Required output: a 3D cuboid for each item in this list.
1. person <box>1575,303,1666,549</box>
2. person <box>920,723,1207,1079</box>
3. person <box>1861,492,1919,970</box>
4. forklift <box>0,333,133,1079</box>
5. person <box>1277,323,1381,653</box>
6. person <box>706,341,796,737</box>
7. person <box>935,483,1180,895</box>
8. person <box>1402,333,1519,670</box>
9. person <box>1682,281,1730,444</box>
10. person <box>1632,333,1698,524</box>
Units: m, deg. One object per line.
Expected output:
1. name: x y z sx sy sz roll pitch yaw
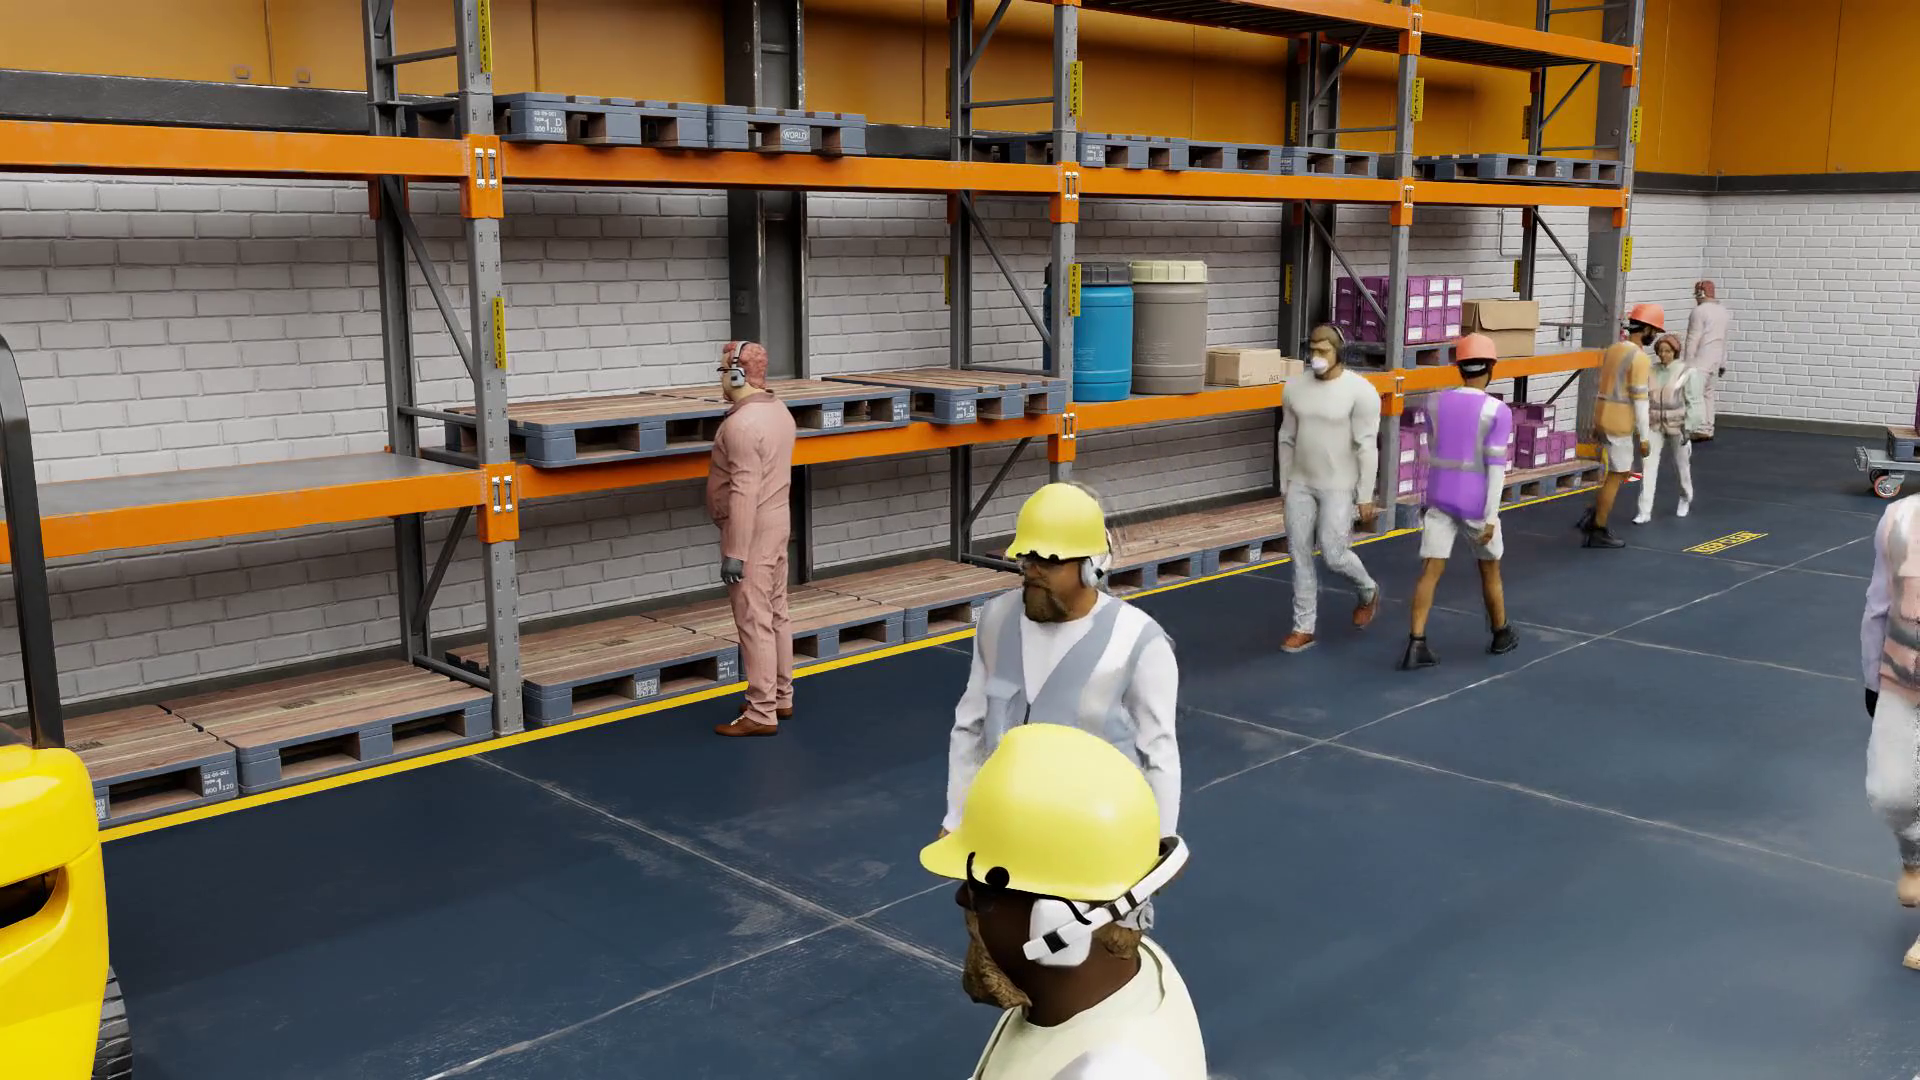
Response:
1. person: 5.069 -0.852 12.670 0.483 1.897 0.587 -1 10 -3
2. person: 0.121 1.121 2.096 0.403 1.833 0.591 1 10 3
3. person: 3.330 0.495 5.535 0.547 1.823 0.632 -9 14 -42
4. forklift: -3.289 0.485 4.582 1.214 2.155 2.313 -10 14 -44
5. person: 2.160 -0.311 9.685 0.661 1.915 0.631 -10 14 -43
6. person: -1.020 -0.005 8.040 0.403 1.906 0.652 2 11 12
7. person: 0.230 0.737 4.323 0.589 1.782 0.942 9 13 39
8. person: 2.841 -0.220 9.350 0.533 1.874 0.993 9 14 41
9. person: 8.664 -2.056 19.327 0.799 1.882 0.509 -8 13 -37
10. person: 6.002 -0.953 14.051 0.518 1.596 0.866 10 14 44
